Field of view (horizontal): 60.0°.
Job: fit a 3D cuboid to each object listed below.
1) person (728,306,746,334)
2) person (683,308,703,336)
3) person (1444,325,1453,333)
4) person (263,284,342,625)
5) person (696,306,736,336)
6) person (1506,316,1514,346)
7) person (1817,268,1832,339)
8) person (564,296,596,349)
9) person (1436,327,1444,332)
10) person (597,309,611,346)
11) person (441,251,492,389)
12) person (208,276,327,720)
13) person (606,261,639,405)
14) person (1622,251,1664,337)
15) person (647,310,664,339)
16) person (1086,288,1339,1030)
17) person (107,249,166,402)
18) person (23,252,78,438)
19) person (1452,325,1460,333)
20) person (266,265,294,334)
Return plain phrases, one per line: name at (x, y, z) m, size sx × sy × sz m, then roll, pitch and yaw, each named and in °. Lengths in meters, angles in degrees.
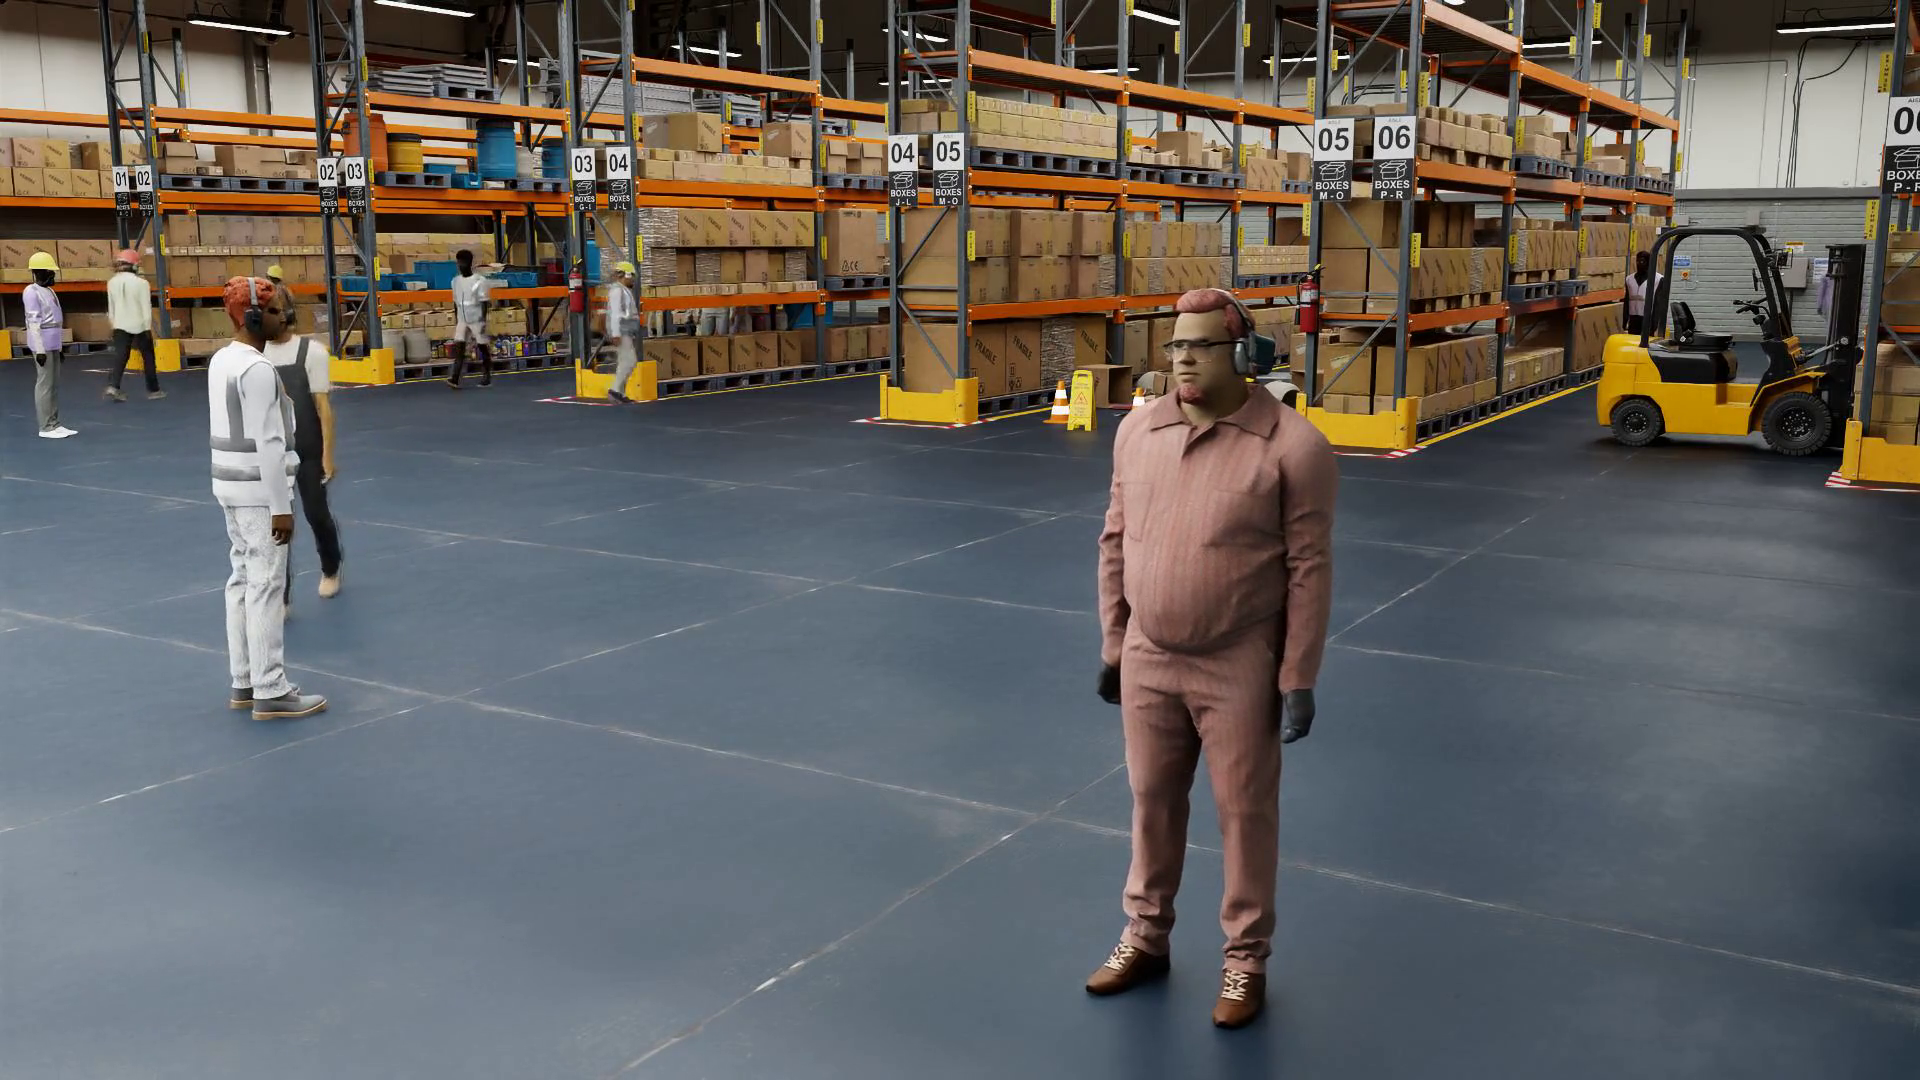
person at (-3.623, -3.454, 25.937) m, size 0.578 × 1.721 × 0.838 m, roll 5°, pitch 11°, yaw 26°
person at (-4.181, -3.494, 26.520) m, size 0.830 × 1.587 × 0.506 m, roll -8°, pitch 13°, yaw -39°
person at (9.228, -4.359, 31.402) m, size 0.541 × 1.590 × 0.880 m, roll -2°, pitch 10°, yaw -11°
person at (-3.660, -0.495, 9.107) m, size 0.508 × 1.819 × 0.893 m, roll -2°, pitch 10°, yaw -9°
person at (-3.706, -3.437, 25.267) m, size 0.629 × 1.934 × 0.360 m, roll 0°, pitch 10°, yaw 1°
person at (10.728, -4.485, 32.011) m, size 0.521 × 1.655 × 0.386 m, roll 1°, pitch 10°, yaw 5°
person at (15.501, -4.156, 29.384) m, size 0.670 × 1.883 × 0.676 m, roll 5°, pitch 11°, yaw 27°
person at (-6.928, -4.209, 30.481) m, size 0.523 × 1.591 × 0.831 m, roll 6°, pitch 12°, yaw 32°
person at (9.106, -4.554, 31.695) m, size 0.573 × 1.875 × 0.812 m, roll -6°, pitch 12°, yaw -29°
person at (-7.002, -4.821, 33.127) m, size 0.564 × 1.883 × 0.979 m, roll 2°, pitch 10°, yaw 10°
person at (-6.840, -3.050, 23.100) m, size 0.632 × 1.913 × 0.988 m, roll 3°, pitch 11°, yaw 17°
person at (-3.004, -0.177, 7.120) m, size 0.338 × 1.882 × 0.582 m, roll -8°, pitch 13°, yaw -39°
person at (-4.207, -2.579, 20.813) m, size 0.412 × 1.795 × 0.625 m, roll 0°, pitch 10°, yaw 1°
person at (9.837, -3.198, 23.974) m, size 0.377 × 1.912 × 0.588 m, roll -8°, pitch 13°, yaw -38°
person at (-6.277, -5.012, 34.239) m, size 0.512 × 1.872 × 0.330 m, roll 6°, pitch 12°, yaw 32°
person at (0.628, 0.308, 4.337) m, size 0.639 × 1.911 × 0.402 m, roll 7°, pitch 12°, yaw 35°
person at (-10.666, -2.753, 21.359) m, size 0.623 × 1.958 × 0.973 m, roll 1°, pitch 10°, yaw 7°
person at (-9.504, -2.024, 17.343) m, size 0.366 × 1.926 × 0.594 m, roll -2°, pitch 10°, yaw -11°
person at (10.003, -5.007, 34.106) m, size 0.615 × 1.910 × 0.613 m, roll -7°, pitch 12°, yaw -36°
person at (-9.957, -3.139, 24.192) m, size 0.536 × 1.710 × 0.926 m, roll -1°, pitch 10°, yaw -7°
